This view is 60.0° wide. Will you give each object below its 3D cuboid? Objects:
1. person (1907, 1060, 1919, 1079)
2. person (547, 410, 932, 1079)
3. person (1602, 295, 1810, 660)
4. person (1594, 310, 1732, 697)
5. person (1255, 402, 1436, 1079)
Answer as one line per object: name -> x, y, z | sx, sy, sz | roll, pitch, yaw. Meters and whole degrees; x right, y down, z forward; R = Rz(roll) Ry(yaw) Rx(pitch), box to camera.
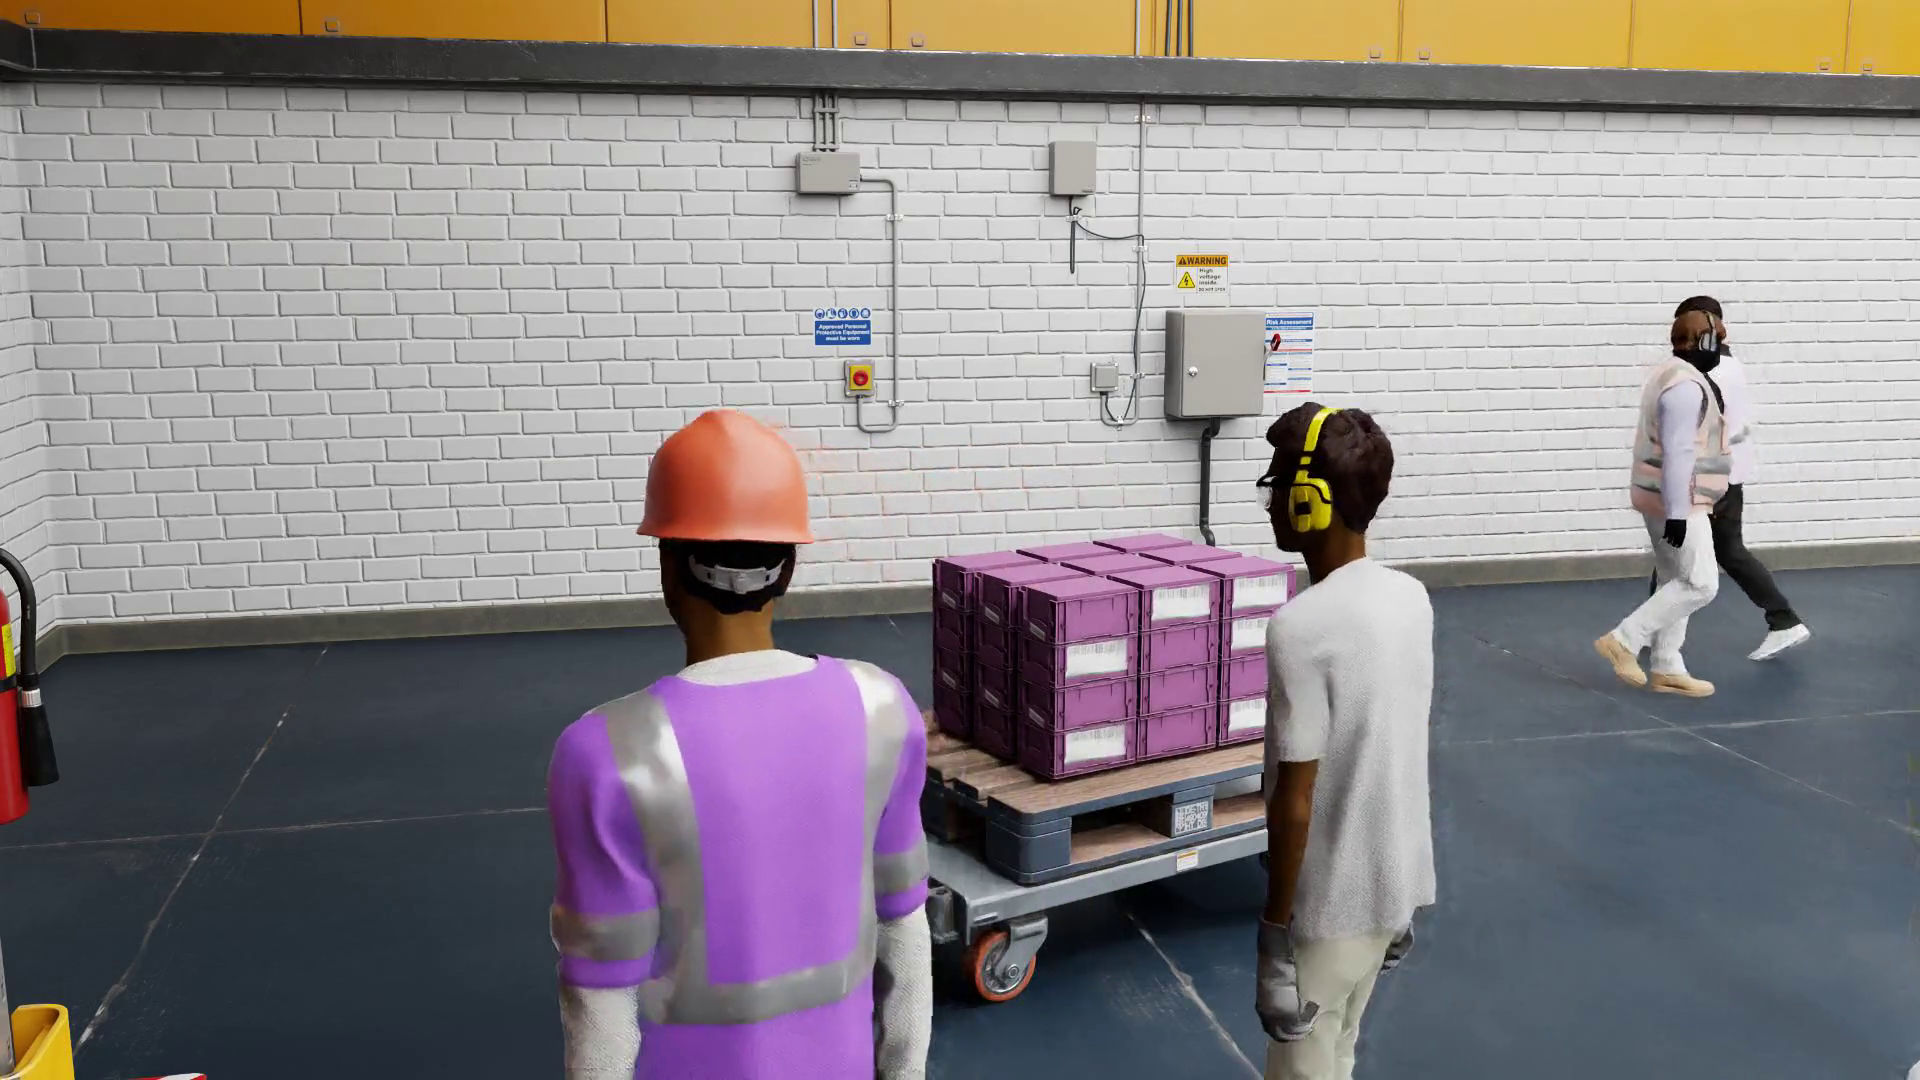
person -> 2.253, 0.623, 3.360 | 0.533, 1.830, 0.646 | 0, 10, -2
person -> -0.242, 0.790, 2.236 | 0.544, 1.912, 0.790 | -7, 12, -35
person -> 3.864, -0.307, 8.456 | 0.946, 1.863, 0.617 | 7, 12, 32
person -> 3.329, -0.158, 7.745 | 0.461, 1.810, 0.646 | 4, 11, 20
person -> 0.762, 0.687, 2.997 | 0.628, 1.843, 0.523 | 9, 14, 41
